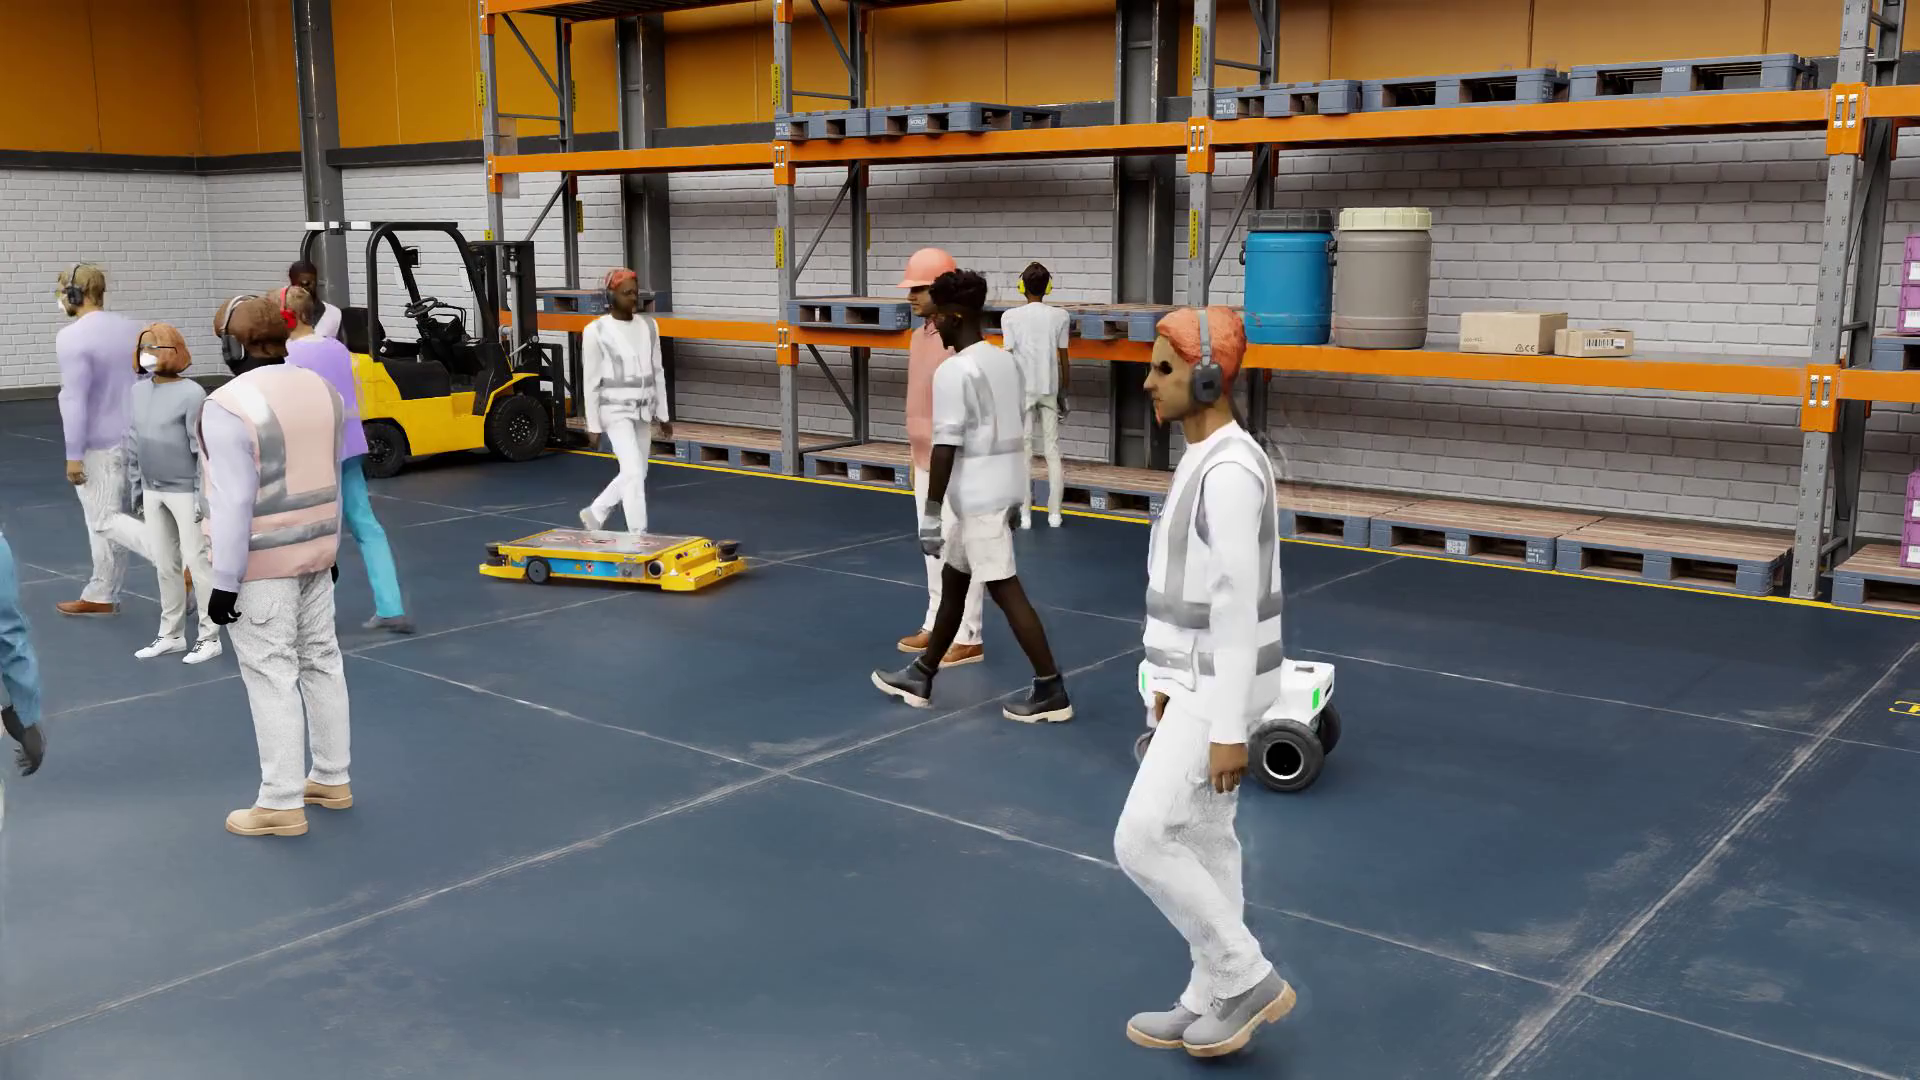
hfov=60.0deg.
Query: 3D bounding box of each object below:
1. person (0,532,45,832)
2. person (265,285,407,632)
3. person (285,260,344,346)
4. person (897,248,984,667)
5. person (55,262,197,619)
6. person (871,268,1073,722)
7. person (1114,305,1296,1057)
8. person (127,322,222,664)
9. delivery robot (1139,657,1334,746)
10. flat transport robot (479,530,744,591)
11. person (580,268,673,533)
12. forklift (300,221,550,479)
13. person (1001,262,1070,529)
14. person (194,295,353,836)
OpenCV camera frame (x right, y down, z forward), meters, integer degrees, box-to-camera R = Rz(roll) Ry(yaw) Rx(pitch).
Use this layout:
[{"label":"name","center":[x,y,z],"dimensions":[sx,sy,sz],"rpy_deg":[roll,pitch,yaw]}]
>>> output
[{"label":"person","center":[-2.547,0.512,4.023],"dimensions":[0.531,1.586,0.861],"rpy_deg":[-3,11,-16]},{"label":"person","center":[-3.304,-0.399,8.527],"dimensions":[0.980,1.787,0.603],"rpy_deg":[3,11,17]},{"label":"person","center":[-4.840,-1.118,12.280],"dimensions":[0.848,1.892,0.596],"rpy_deg":[10,14,43]},{"label":"person","center":[-0.102,-0.393,7.965],"dimensions":[0.407,1.985,0.619],"rpy_deg":[-5,11,-26]},{"label":"person","center":[-4.425,-0.503,8.777],"dimensions":[0.806,1.917,0.633],"rpy_deg":[0,10,-1]},{"label":"person","center":[0.067,-0.178,7.027],"dimensions":[0.980,1.913,0.618],"rpy_deg":[4,11,23]},{"label":"person","center":[0.571,0.371,4.049],"dimensions":[0.415,1.866,0.597],"rpy_deg":[1,10,5]},{"label":"person","center":[-3.790,-0.224,7.993],"dimensions":[0.500,1.636,0.282],"rpy_deg":[4,11,22]},{"label":"delivery robot","center":[1.048,0.569,6.336],"dimensions":[0.707,0.478,0.477],"rpy_deg":[4,11,21]},{"label":"flat transport robot","center":[-2.082,0.103,9.964],"dimensions":[1.431,0.197,0.652],"rpy_deg":[3,11,18]},{"label":"person","center":[-2.160,-0.790,10.519],"dimensions":[0.844,1.859,0.575],"rpy_deg":[7,13,35]},{"label":"forklift","center":[-4.922,-1.741,14.854],"dimensions":[1.214,2.155,2.313],"rpy_deg":[8,13,38]},{"label":"person","center":[0.521,-1.011,11.705],"dimensions":[0.513,1.871,0.329],"rpy_deg":[-2,10,-11]},{"label":"person","center":[-2.356,0.088,5.704],"dimensions":[0.429,1.839,0.633],"rpy_deg":[3,11,15]}]
